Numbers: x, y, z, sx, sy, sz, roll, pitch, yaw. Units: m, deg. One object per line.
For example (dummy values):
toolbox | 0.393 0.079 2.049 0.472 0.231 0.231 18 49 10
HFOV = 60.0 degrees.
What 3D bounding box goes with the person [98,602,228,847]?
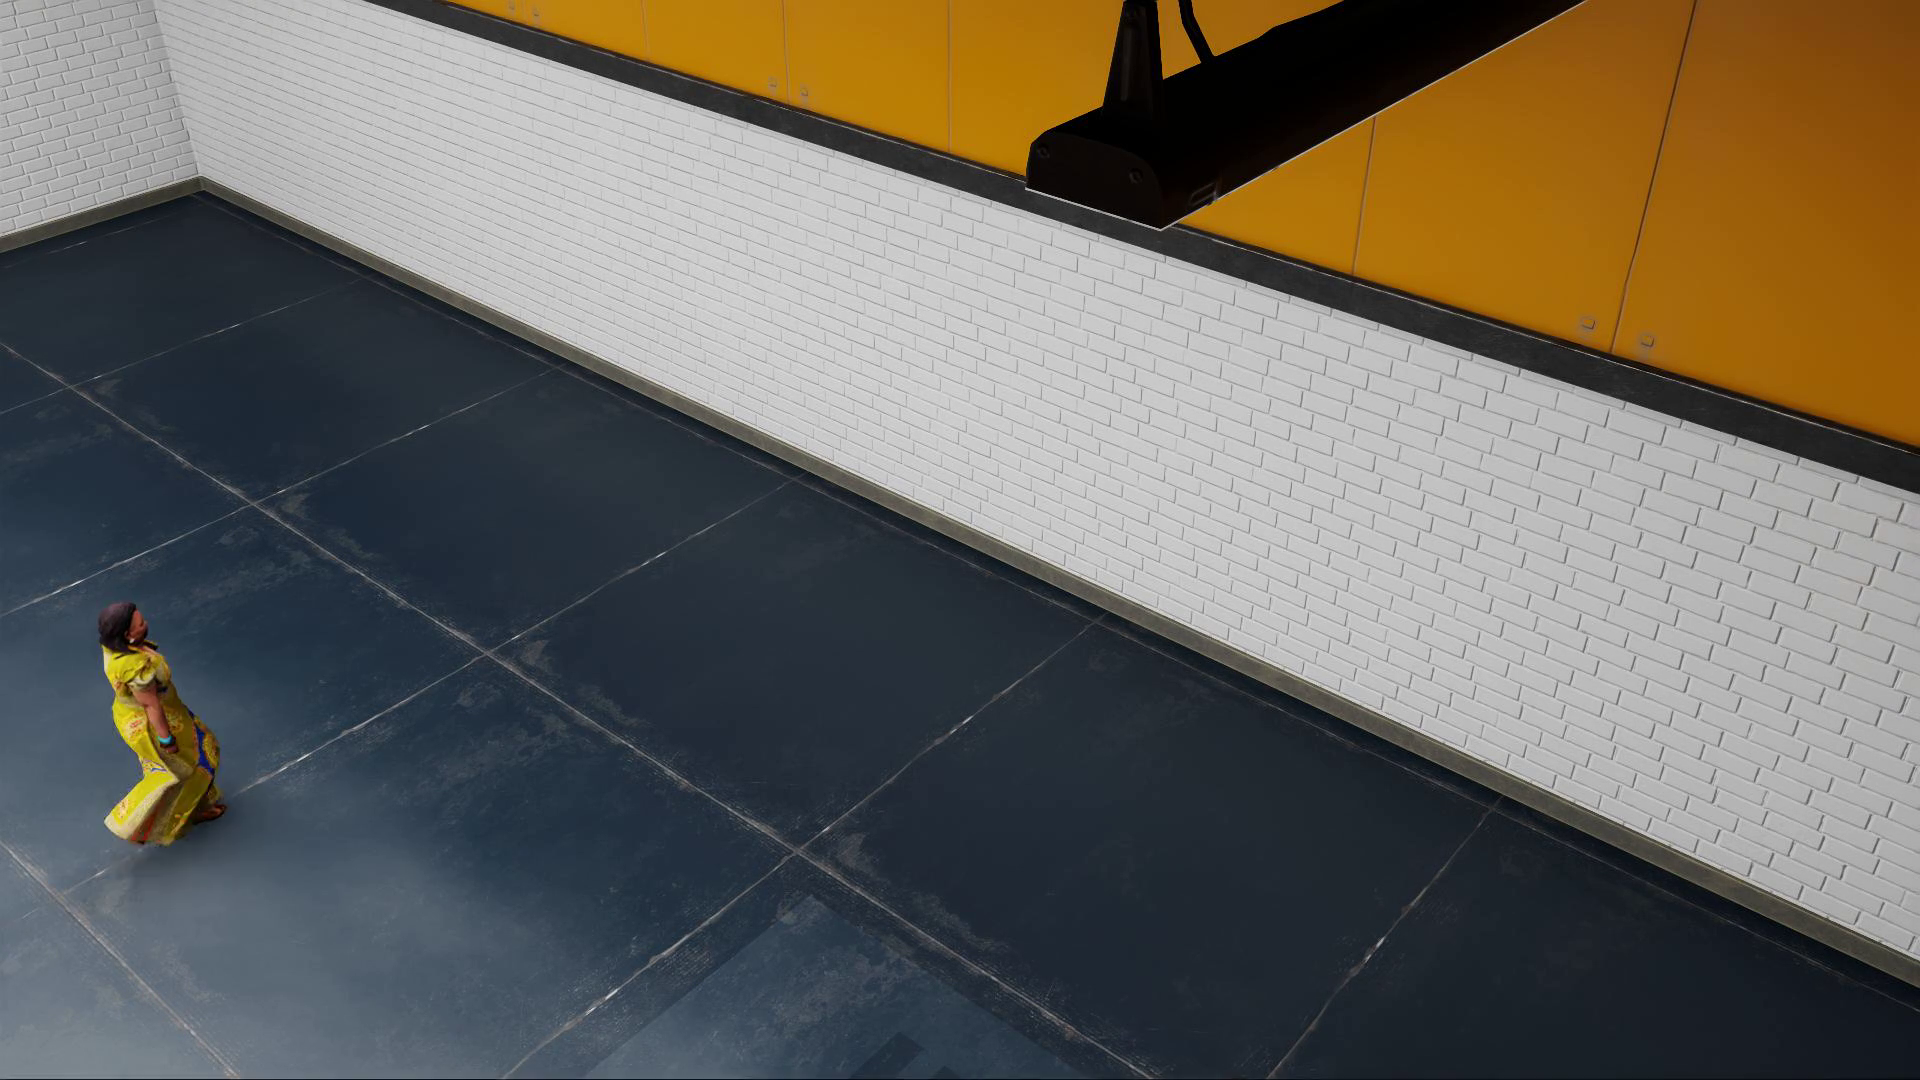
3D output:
person | -4.695 1.099 9.525 0.997 1.645 0.829 -23 40 -31
